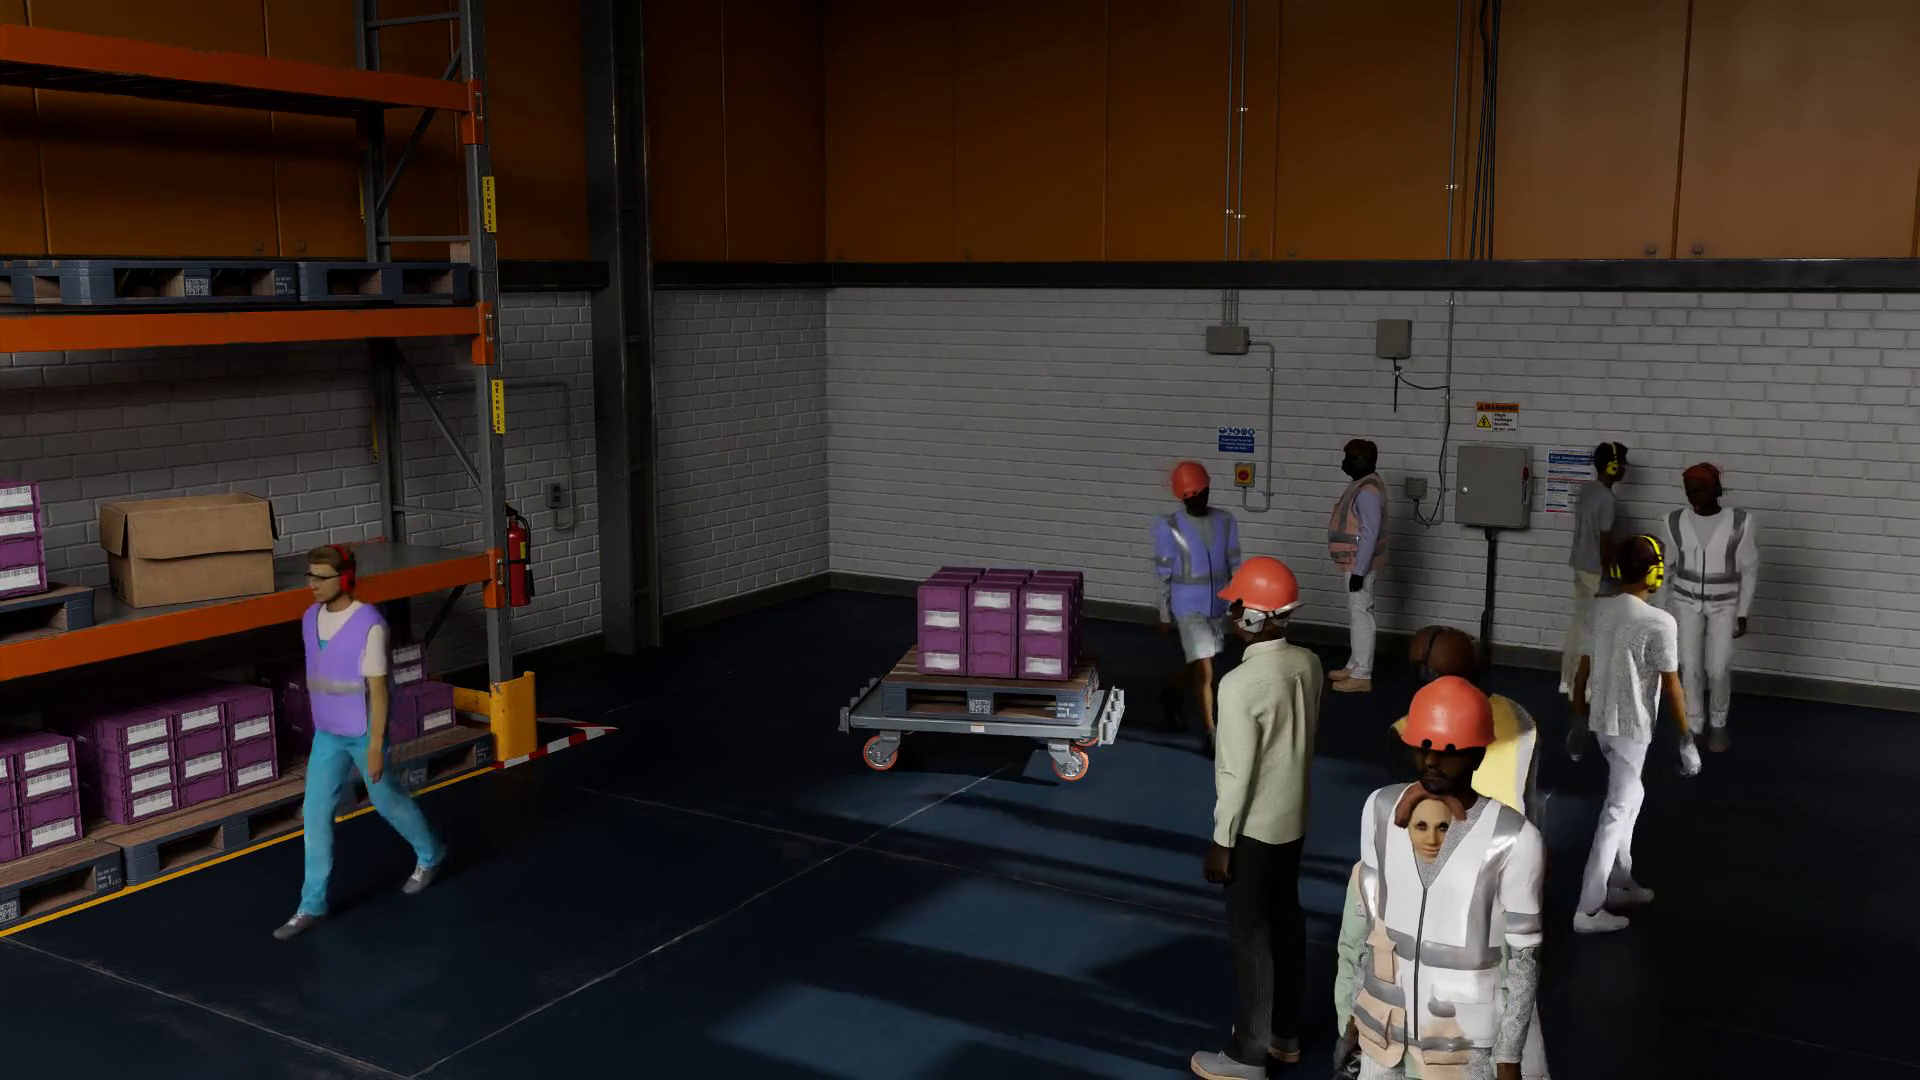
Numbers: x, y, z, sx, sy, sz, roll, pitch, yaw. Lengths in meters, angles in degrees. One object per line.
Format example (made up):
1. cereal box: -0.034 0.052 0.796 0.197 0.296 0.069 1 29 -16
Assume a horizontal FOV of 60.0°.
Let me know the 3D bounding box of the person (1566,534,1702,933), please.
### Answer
1. person: 3.148 0.896 7.669 0.761 1.842 0.541 -3 10 -19

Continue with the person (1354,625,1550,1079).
1. person: 1.798 1.200 5.913 0.657 1.798 0.973 -3 10 -17

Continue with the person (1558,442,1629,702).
1. person: 4.499 0.231 11.789 0.366 1.853 0.520 0 9 -1

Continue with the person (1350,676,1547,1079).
1. person: 1.329 1.326 4.655 0.545 1.942 0.354 7 12 38

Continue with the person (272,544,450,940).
1. person: -2.825 0.887 7.843 0.575 1.801 0.956 5 11 30

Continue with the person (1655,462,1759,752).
1. person: 4.680 0.433 10.470 0.608 1.863 0.431 7 11 36

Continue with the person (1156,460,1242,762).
1. person: 1.479 0.406 10.617 0.573 1.895 0.918 -3 10 -20

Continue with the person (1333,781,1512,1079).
1. person: 1.305 1.465 4.711 0.523 1.643 0.306 7 11 37

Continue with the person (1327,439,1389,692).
1. person: 2.889 0.180 12.113 0.429 1.845 0.621 2 9 11

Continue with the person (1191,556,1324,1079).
1. person: 1.121 1.046 6.228 0.375 1.997 0.612 7 12 39
